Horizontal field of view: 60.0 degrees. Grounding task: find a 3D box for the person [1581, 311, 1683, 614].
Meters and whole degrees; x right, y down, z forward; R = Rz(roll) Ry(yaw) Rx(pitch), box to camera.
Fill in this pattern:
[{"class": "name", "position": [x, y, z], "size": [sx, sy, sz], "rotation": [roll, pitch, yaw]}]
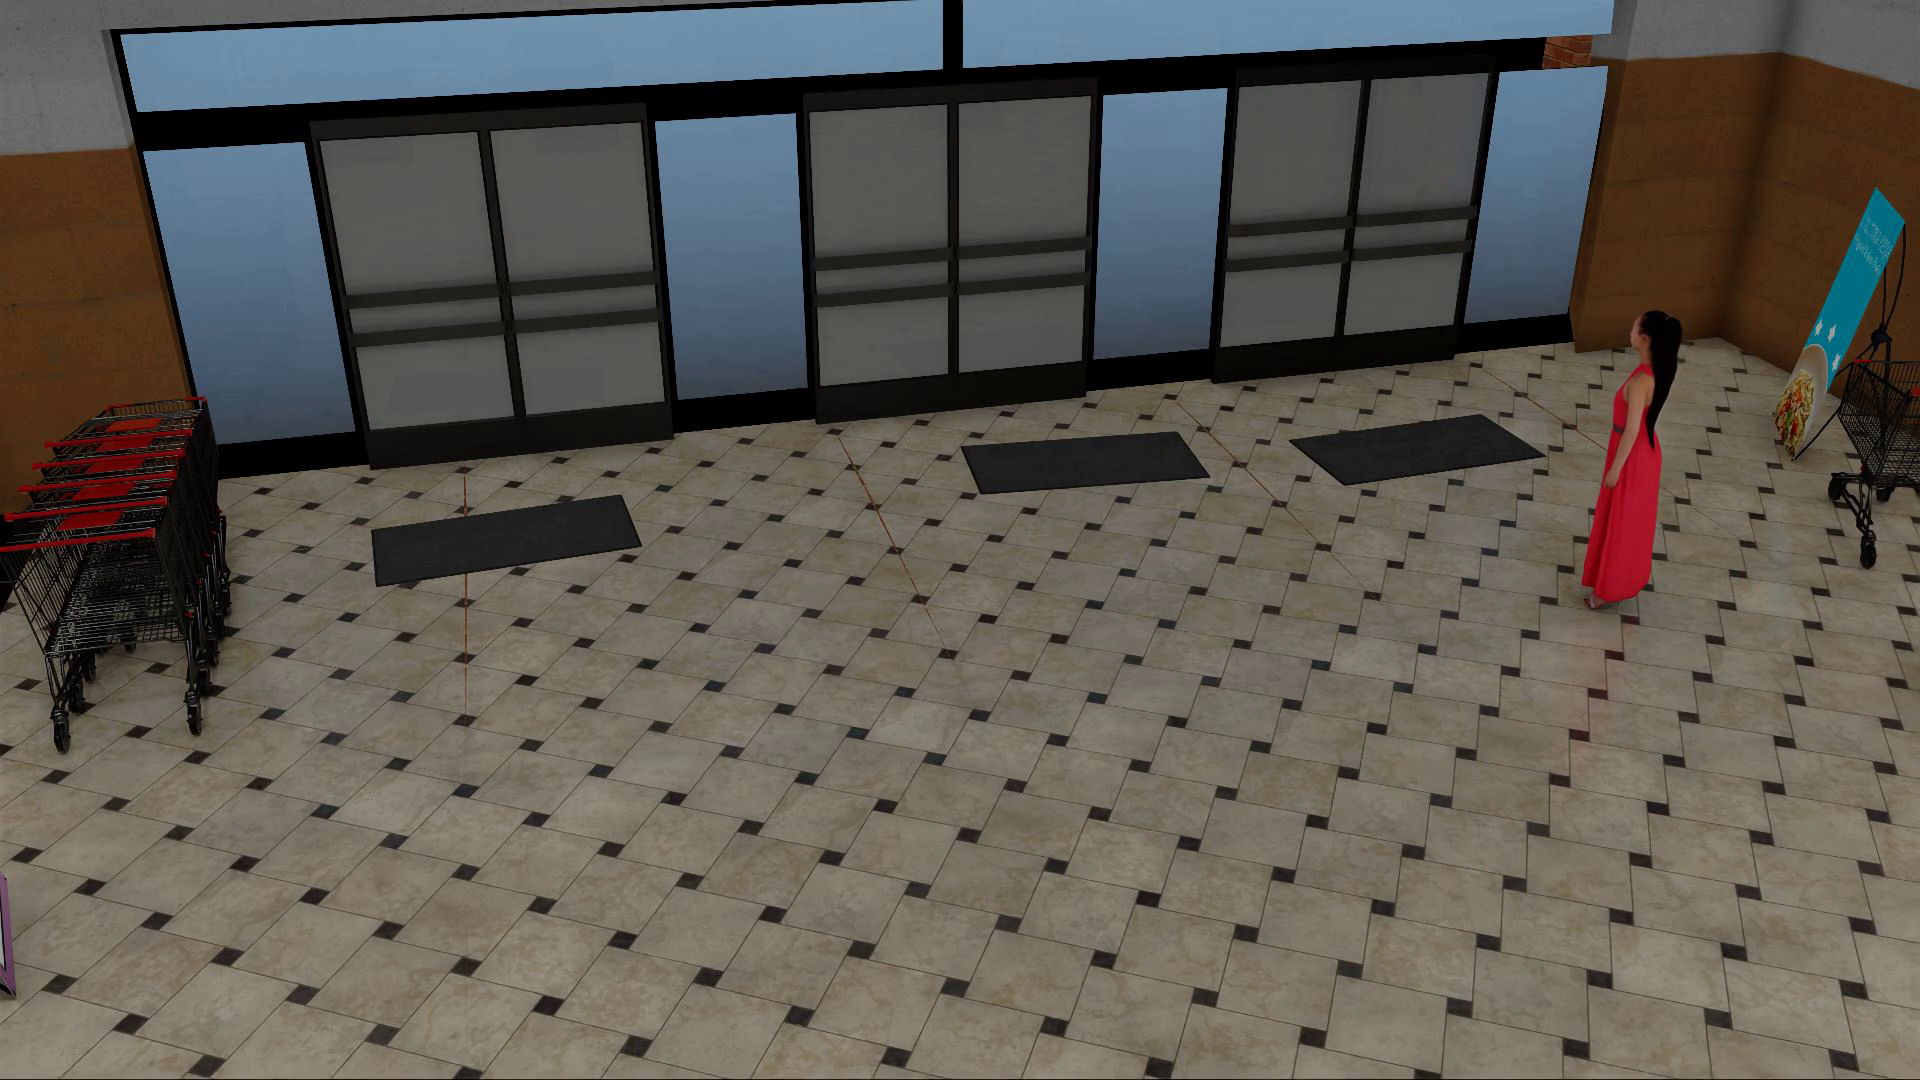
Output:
[{"class": "person", "position": [3.641, -0.415, 9.019], "size": [0.752, 1.725, 0.716], "rotation": [20, 33, 34]}]
